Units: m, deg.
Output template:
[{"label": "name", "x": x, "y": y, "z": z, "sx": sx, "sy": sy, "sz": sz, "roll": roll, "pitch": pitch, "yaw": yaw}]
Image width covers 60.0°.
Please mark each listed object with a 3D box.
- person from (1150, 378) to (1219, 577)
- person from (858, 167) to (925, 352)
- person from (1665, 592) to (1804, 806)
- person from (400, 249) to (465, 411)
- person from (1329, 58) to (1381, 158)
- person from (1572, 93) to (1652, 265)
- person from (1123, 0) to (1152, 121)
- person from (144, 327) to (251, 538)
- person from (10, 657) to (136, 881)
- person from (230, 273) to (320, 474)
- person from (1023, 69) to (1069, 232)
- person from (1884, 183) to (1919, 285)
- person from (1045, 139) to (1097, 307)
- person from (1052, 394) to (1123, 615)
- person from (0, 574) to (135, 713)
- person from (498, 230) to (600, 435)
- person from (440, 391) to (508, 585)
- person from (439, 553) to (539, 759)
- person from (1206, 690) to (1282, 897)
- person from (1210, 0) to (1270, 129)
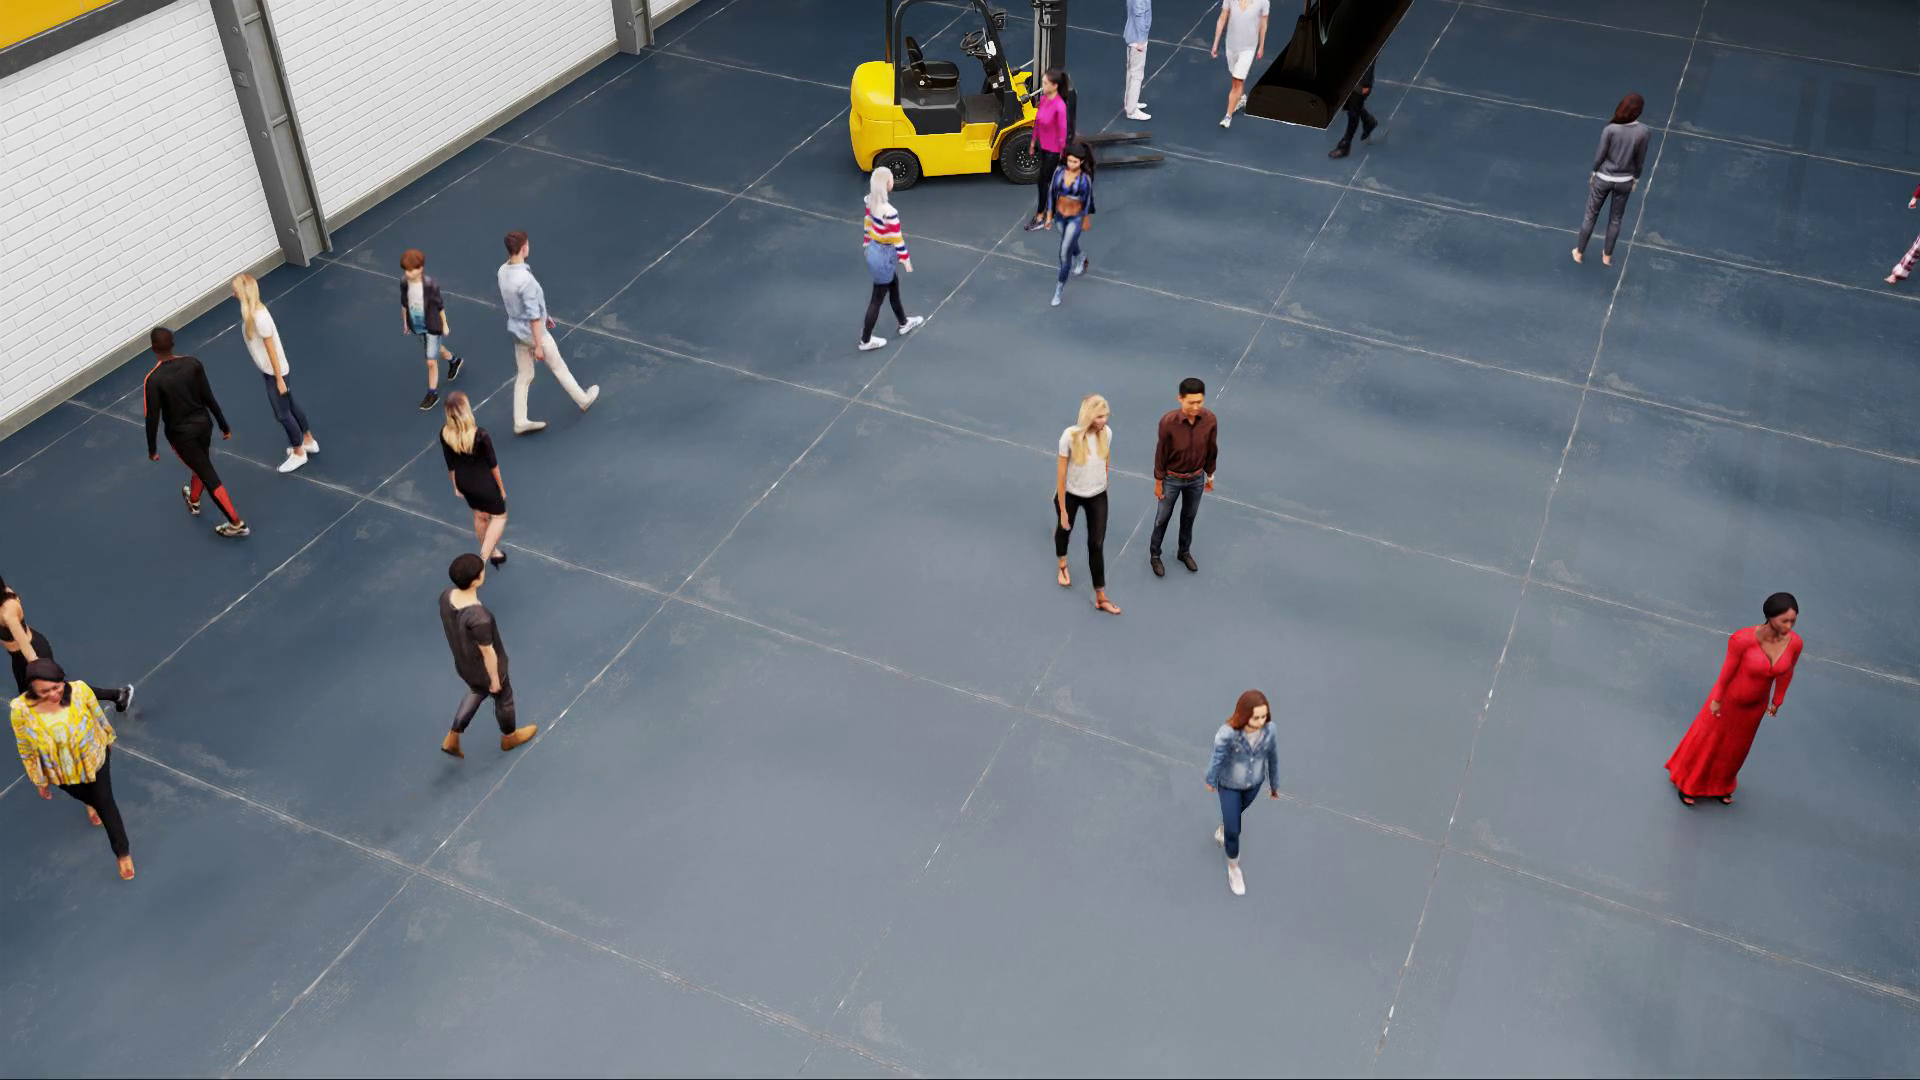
[{"label": "person", "x": 1.675, "y": -0.492, "z": 12.593, "sx": 0.704, "sy": 1.776, "sz": 0.728, "roll": -8, "pitch": 39, "yaw": -10}, {"label": "person", "x": -0.794, "y": -2.524, "z": 15.136, "sx": 1.088, "sy": 1.778, "sz": 0.989, "roll": -17, "pitch": 42, "yaw": -20}, {"label": "person", "x": 5.023, "y": 1.026, "z": 10.694, "sx": 0.736, "sy": 1.785, "sz": 0.758, "roll": 1, "pitch": 39, "yaw": 1}, {"label": "person", "x": -4.668, "y": -1.926, "z": 14.677, "sx": 0.602, "sy": 1.417, "sz": 0.986, "roll": 13, "pitch": 40, "yaw": 15}, {"label": "person", "x": 4.465, "y": -5.118, "z": 18.397, "sx": 1.062, "sy": 1.762, "sz": 0.964, "roll": -17, "pitch": 42, "yaw": -20}, {"label": "person", "x": 6.475, "y": -3.569, "z": 16.453, "sx": 0.655, "sy": 1.768, "sz": 0.598, "roll": 8, "pitch": 39, "yaw": 9}, {"label": "person", "x": 2.043, "y": -5.811, "z": 19.165, "sx": 0.798, "sy": 1.888, "sz": 0.680, "roll": -2, "pitch": 39, "yaw": -3}, {"label": "person", "x": -5.931, "y": -0.798, "z": 12.988, "sx": 0.919, "sy": 1.762, "sz": 1.079, "roll": 22, "pitch": 43, "yaw": 25}, {"label": "person", "x": -5.574, "y": 1.339, "z": 10.436, "sx": 1.140, "sy": 1.607, "sz": 1.134, "roll": -19, "pitch": 42, "yaw": -22}, {"label": "person", "x": -5.625, "y": -1.396, "z": 13.704, "sx": 0.768, "sy": 1.803, "sz": 0.738, "roll": -21, "pitch": 43, "yaw": -24}, {"label": "person", "x": 1.018, "y": -4.034, "z": 17.114, "sx": 0.934, "sy": 1.680, "sz": 0.848, "roll": -18, "pitch": 42, "yaw": -21}, {"label": "person", "x": 9.640, "y": -3.301, "z": 16.212, "sx": 1.218, "sy": 1.649, "sz": 1.074, "roll": -18, "pitch": 42, "yaw": -21}, {"label": "person", "x": 1.085, "y": -3.115, "z": 16.037, "sx": 0.711, "sy": 1.578, "sz": 1.082, "roll": 22, "pitch": 44, "yaw": 25}, {"label": "person", "x": 0.858, "y": -0.375, "z": 12.430, "sx": 1.037, "sy": 1.797, "sz": 1.114, "roll": -10, "pitch": 40, "yaw": -12}, {"label": "person", "x": -6.135, "y": 0.749, "z": 11.169, "sx": 1.088, "sy": 1.613, "sz": 0.858, "roll": -26, "pitch": 45, "yaw": -28}, {"label": "person", "x": -3.731, "y": -1.710, "z": 14.098, "sx": 1.180, "sy": 1.801, "sz": 0.914, "roll": -27, "pitch": 46, "yaw": -30}, {"label": "person", "x": -3.648, "y": -0.345, "z": 12.501, "sx": 0.660, "sy": 1.661, "sz": 0.873, "roll": 8, "pitch": 39, "yaw": 10}, {"label": "person", "x": -3.248, "y": 0.819, "z": 11.015, "sx": 0.745, "sy": 1.698, "sz": 0.954, "roll": 27, "pitch": 46, "yaw": 30}, {"label": "person", "x": 1.723, "y": 1.446, "z": 10.415, "sx": 0.833, "sy": 1.465, "sz": 0.901, "roll": -11, "pitch": 40, "yaw": -13}, {"label": "person", "x": 3.255, "y": -5.708, "z": 19.106, "sx": 0.754, "sy": 1.800, "sz": 1.194, "roll": 20, "pitch": 43, "yaw": 23}]
